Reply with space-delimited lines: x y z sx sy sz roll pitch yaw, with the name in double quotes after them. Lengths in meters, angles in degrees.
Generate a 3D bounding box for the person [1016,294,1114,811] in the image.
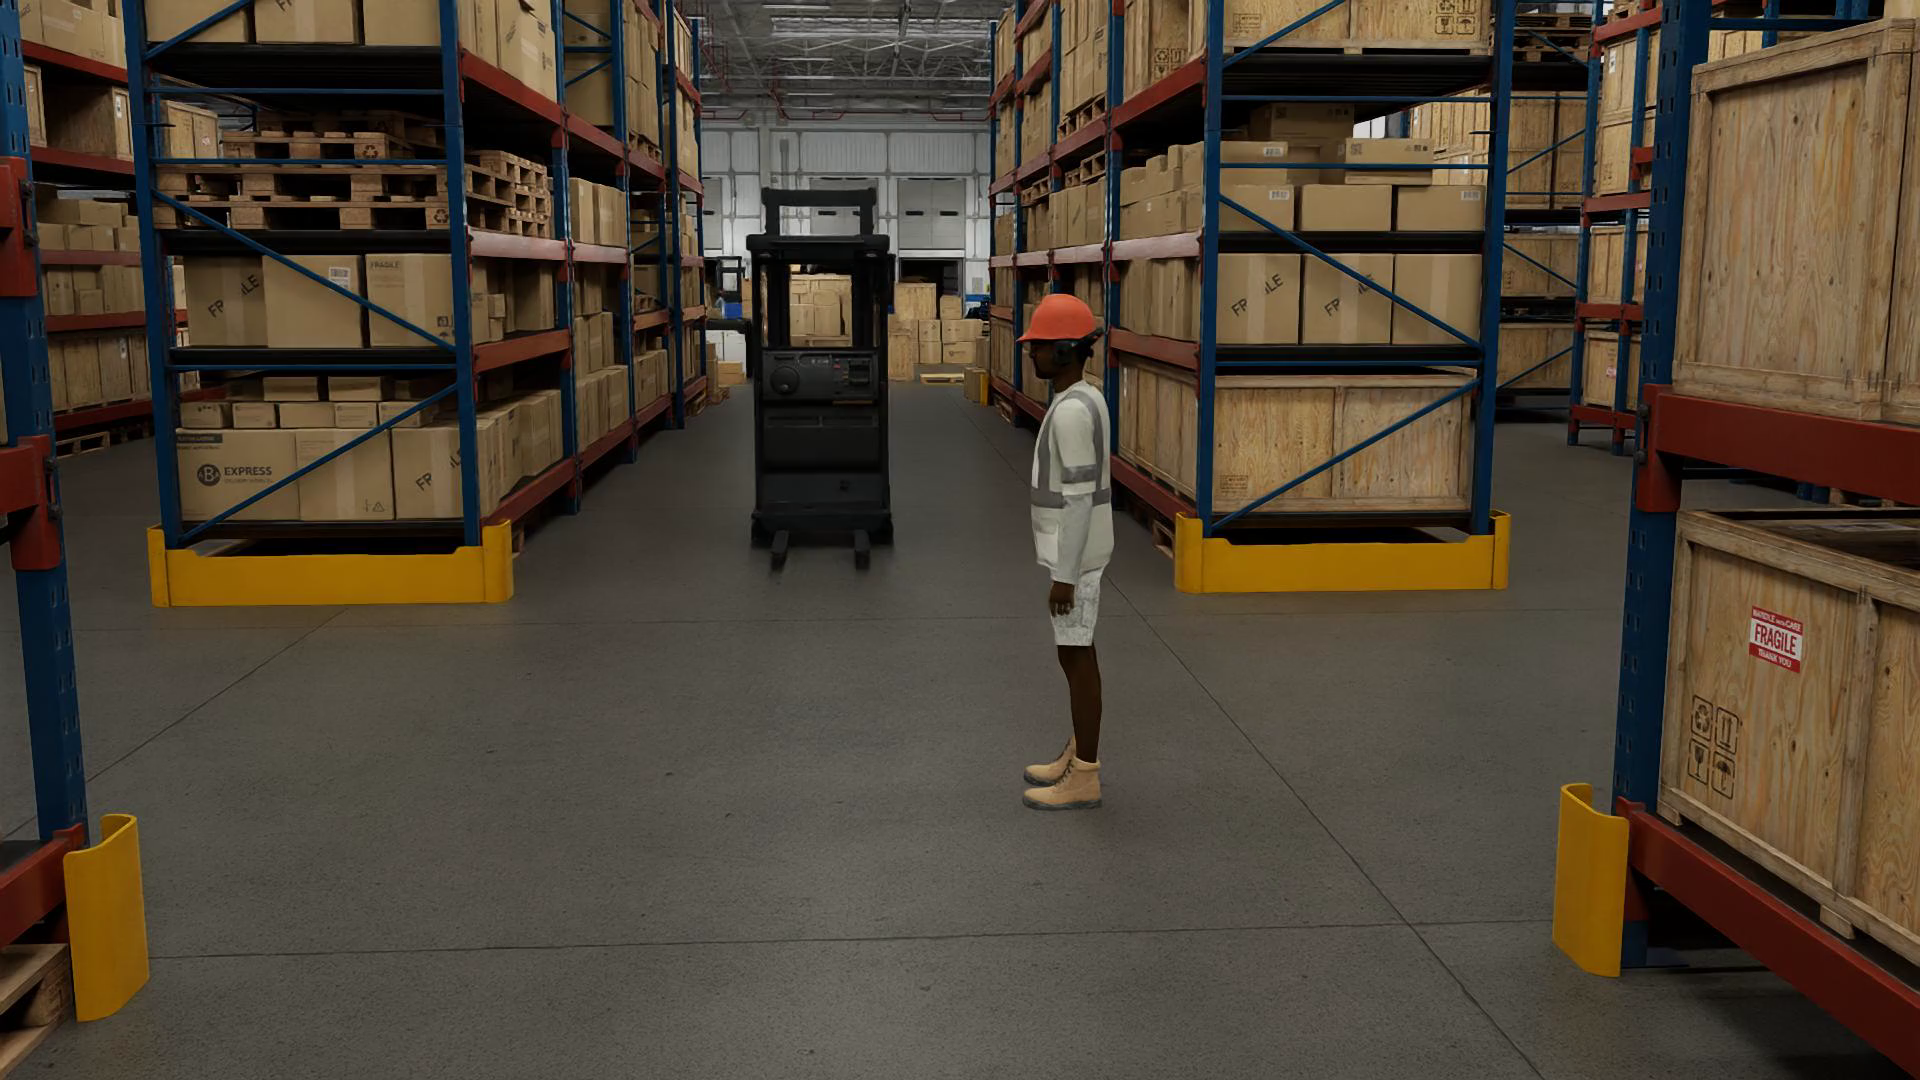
0.414 0.055 6.606 0.391 2.045 0.608 1 9 8 "person"

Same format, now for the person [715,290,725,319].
-8.150 -7.566 55.800 0.773 1.607 0.539 -3 10 -19 "person"

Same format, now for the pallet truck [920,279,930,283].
-0.932 -8.922 63.114 1.885 1.965 0.823 2 9 13 "pallet truck"

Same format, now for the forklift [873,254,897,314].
-2.577 -8.193 55.775 1.129 2.768 1.873 -7 11 -38 "forklift"

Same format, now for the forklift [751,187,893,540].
-1.151 -1.510 13.813 1.129 2.768 1.873 -1 9 -4 "forklift"

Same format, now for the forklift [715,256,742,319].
-8.574 -9.187 62.019 1.129 2.768 1.873 -1 9 -4 "forklift"
